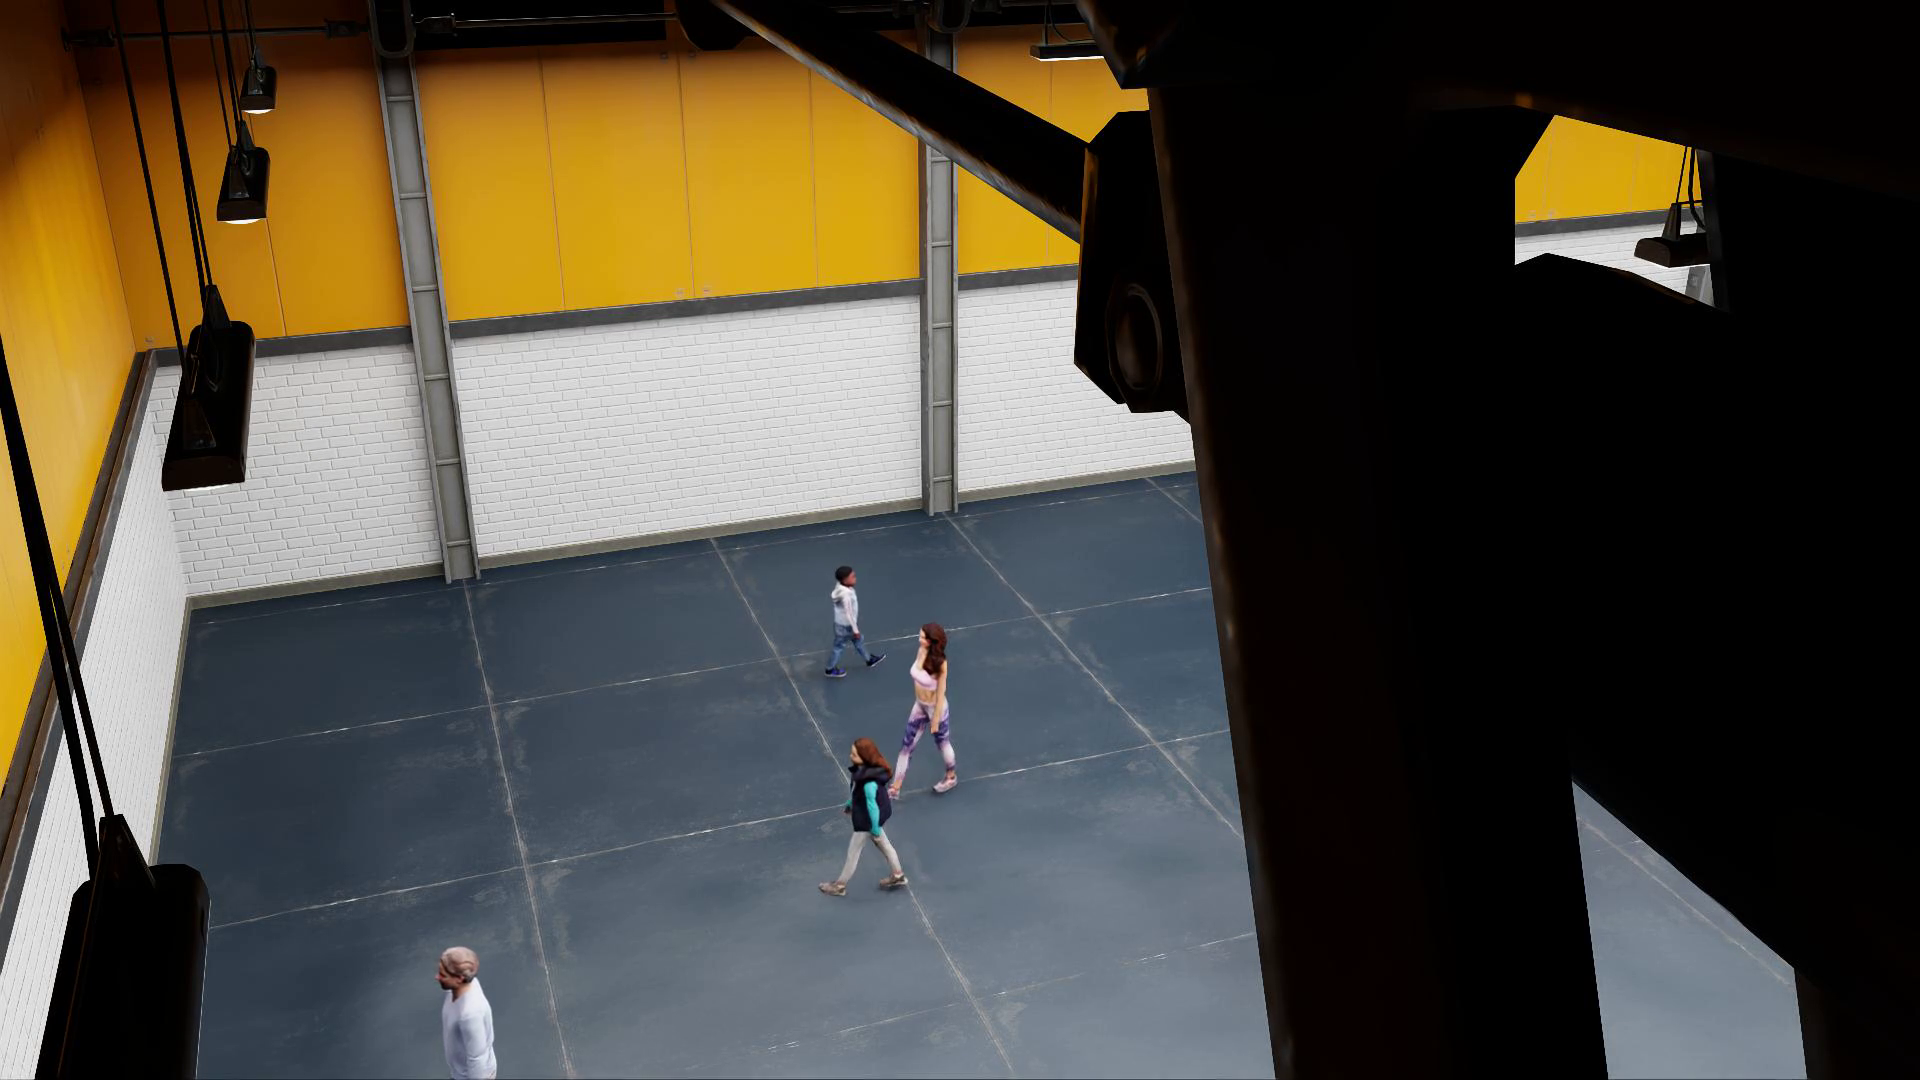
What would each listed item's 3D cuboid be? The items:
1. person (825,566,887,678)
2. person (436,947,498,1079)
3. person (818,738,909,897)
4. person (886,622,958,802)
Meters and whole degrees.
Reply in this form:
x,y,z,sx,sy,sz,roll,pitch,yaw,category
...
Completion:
x,y,z,sx,sy,sz,roll,pitch,yaw,category
-1.240,0.862,17.186,0.909,1.224,0.618,-3,24,-8,person
-3.103,3.374,10.606,0.612,1.894,0.677,-12,26,-25,person
-0.683,2.273,13.663,1.029,1.461,0.732,-2,24,-5,person
-0.189,1.533,15.015,1.143,1.735,0.829,-18,29,-35,person
